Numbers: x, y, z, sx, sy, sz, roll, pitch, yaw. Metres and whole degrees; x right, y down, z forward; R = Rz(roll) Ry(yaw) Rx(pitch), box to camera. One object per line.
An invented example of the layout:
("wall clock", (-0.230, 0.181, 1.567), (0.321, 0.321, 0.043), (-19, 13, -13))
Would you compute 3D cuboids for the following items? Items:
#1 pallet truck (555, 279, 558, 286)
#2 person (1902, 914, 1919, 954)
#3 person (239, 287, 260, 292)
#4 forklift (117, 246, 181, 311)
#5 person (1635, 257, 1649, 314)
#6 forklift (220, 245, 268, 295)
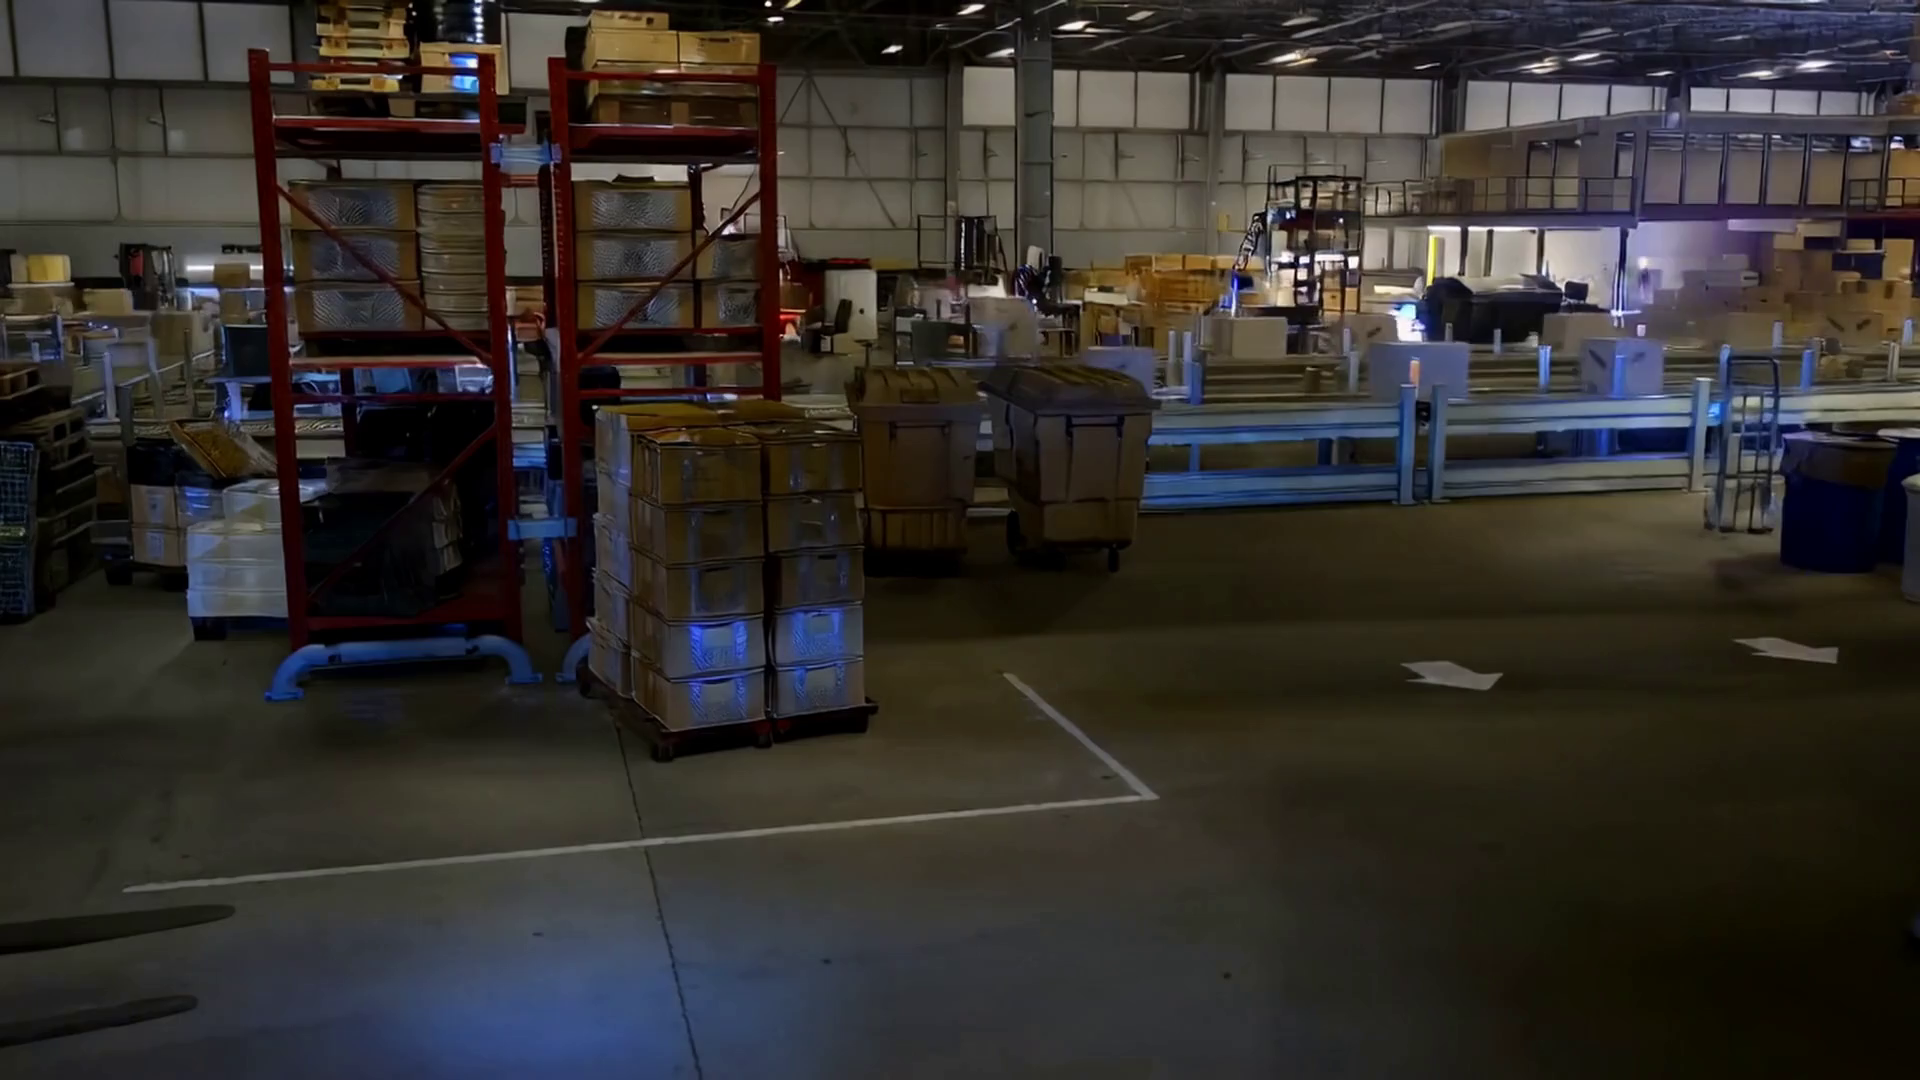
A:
("pallet truck", (-10.604, -6.375, 44.520), (0.653, 1.274, 1.630), (-3, 10, -15))
("person", (3.108, 0.503, 4.548), (0.530, 1.664, 0.847), (-8, 13, -38))
("person", (-14.708, -4.881, 34.408), (0.653, 1.892, 0.436), (8, 13, 38))
("forklift", (-19.966, -6.232, 40.894), (1.157, 1.987, 2.680), (-3, 10, -15))
("person", (19.359, -7.090, 47.084), (0.621, 1.831, 0.532), (9, 14, 42))
("forklift", (-17.749, -6.334, 41.440), (1.157, 1.987, 2.680), (-3, 10, -17))
